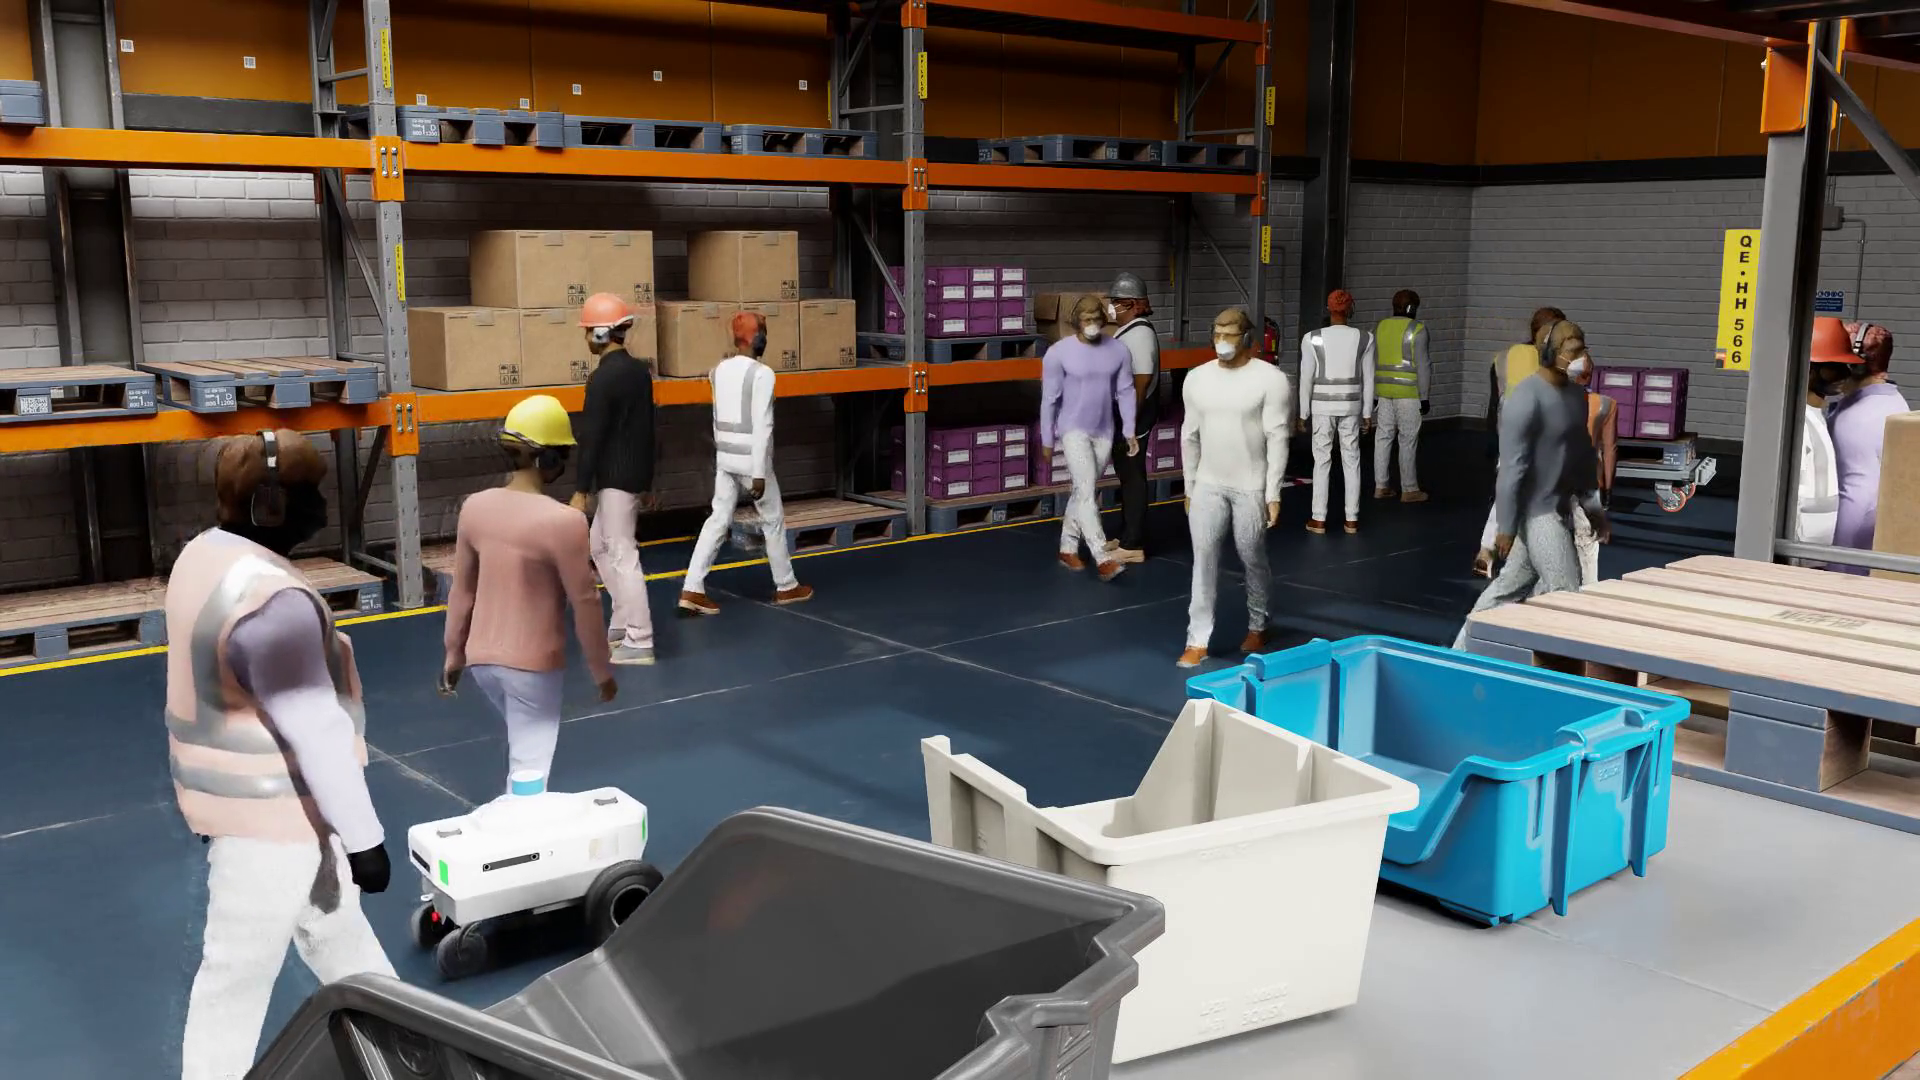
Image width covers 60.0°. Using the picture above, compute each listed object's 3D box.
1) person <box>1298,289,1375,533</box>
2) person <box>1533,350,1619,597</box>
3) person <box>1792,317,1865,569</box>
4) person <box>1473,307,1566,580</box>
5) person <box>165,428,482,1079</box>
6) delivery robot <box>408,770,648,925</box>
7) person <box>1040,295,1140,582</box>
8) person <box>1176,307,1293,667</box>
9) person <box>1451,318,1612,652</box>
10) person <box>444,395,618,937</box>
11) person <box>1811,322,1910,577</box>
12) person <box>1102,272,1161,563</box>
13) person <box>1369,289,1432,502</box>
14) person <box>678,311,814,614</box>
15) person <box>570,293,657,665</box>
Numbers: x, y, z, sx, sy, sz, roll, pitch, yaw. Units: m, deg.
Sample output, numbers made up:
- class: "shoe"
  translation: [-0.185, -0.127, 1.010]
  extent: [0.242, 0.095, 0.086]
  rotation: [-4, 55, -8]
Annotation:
- class: "person"
  translation: [2.904, -0.985, 12.857]
  extent: [0.576, 1.878, 0.352]
  rotation: [0, 10, 2]
- class: "person"
  translation: [3.521, -0.284, 9.611]
  extent: [0.511, 1.638, 0.308]
  rotation: [2, 10, 11]
- class: "person"
  translation: [3.453, 0.057, 6.857]
  extent: [0.360, 1.939, 0.543]
  rotation: [6, 12, 30]
- class: "person"
  translation: [3.710, -0.602, 10.900]
  extent: [0.638, 1.820, 0.641]
  rotation: [-9, 14, -42]
- class: "person"
  translation: [-1.526, 0.630, 4.024]
  extent: [0.910, 1.800, 0.662]
  rotation: [-7, 12, -34]
- class: "delivery robot"
  translation: [-1.371, 0.979, 5.303]
  extent: [0.707, 0.478, 0.477]
  rotation: [-7, 12, -34]
- class: "person"
  translation: [0.895, -0.670, 11.062]
  extent: [0.617, 1.881, 0.993]
  rotation: [-5, 11, -25]
- class: "person"
  translation: [1.471, -0.295, 8.941]
  extent: [0.644, 1.931, 0.674]
  rotation: [6, 12, 30]
- class: "person"
  translation: [2.801, -0.133, 8.067]
  extent: [1.018, 1.893, 0.638]
  rotation: [9, 13, 41]
- class: "person"
  translation: [-1.413, 0.401, 5.483]
  extent: [0.558, 1.741, 0.585]
  rotation: [6, 12, 30]
- class: "person"
  translation: [3.728, 0.046, 7.038]
  extent: [0.404, 1.908, 0.653]
  rotation: [8, 13, 38]
- class: "person"
  translation: [1.139, -0.866, 11.738]
  extent: [0.536, 2.000, 0.676]
  rotation: [1, 10, 5]
- class: "person"
  translation: [3.849, -1.257, 14.489]
  extent: [0.429, 1.845, 0.621]
  rotation: [-8, 13, -37]
- class: "person"
  translation: [-1.348, -0.465, 10.087]
  extent: [0.587, 1.840, 0.984]
  rotation: [9, 13, 41]
- class: "person"
  translation: [-1.882, -0.310, 8.826]
  extent: [0.598, 1.976, 0.617]
  rotation: [2, 10, 8]
